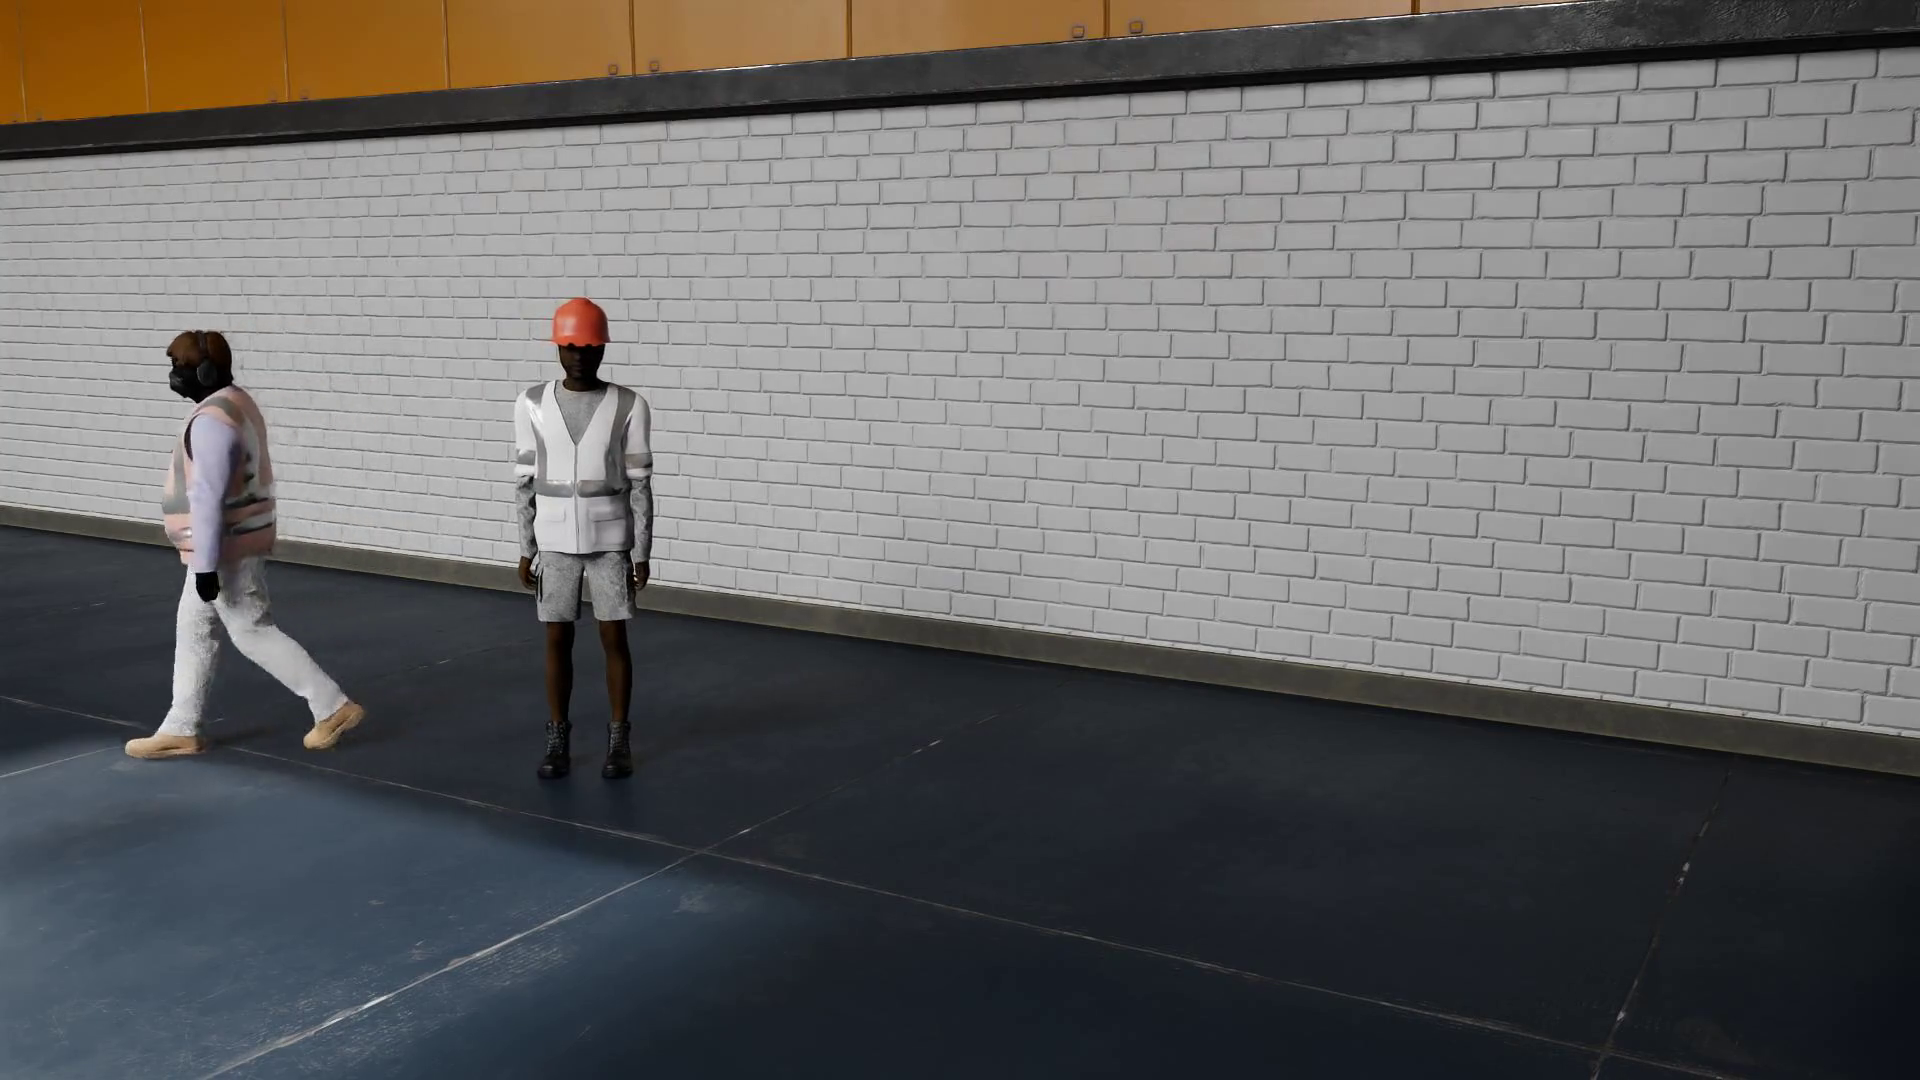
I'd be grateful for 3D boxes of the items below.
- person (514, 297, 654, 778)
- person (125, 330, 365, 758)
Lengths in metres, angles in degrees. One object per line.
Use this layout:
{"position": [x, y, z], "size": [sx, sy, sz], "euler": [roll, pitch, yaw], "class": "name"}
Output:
{"position": [-1.498, 0.005, 6.654], "size": [0.547, 1.933, 0.379], "euler": [-1, 9, -3], "class": "person"}
{"position": [-2.998, 0.027, 6.911], "size": [0.927, 1.807, 0.634], "euler": [-3, 9, -16], "class": "person"}
